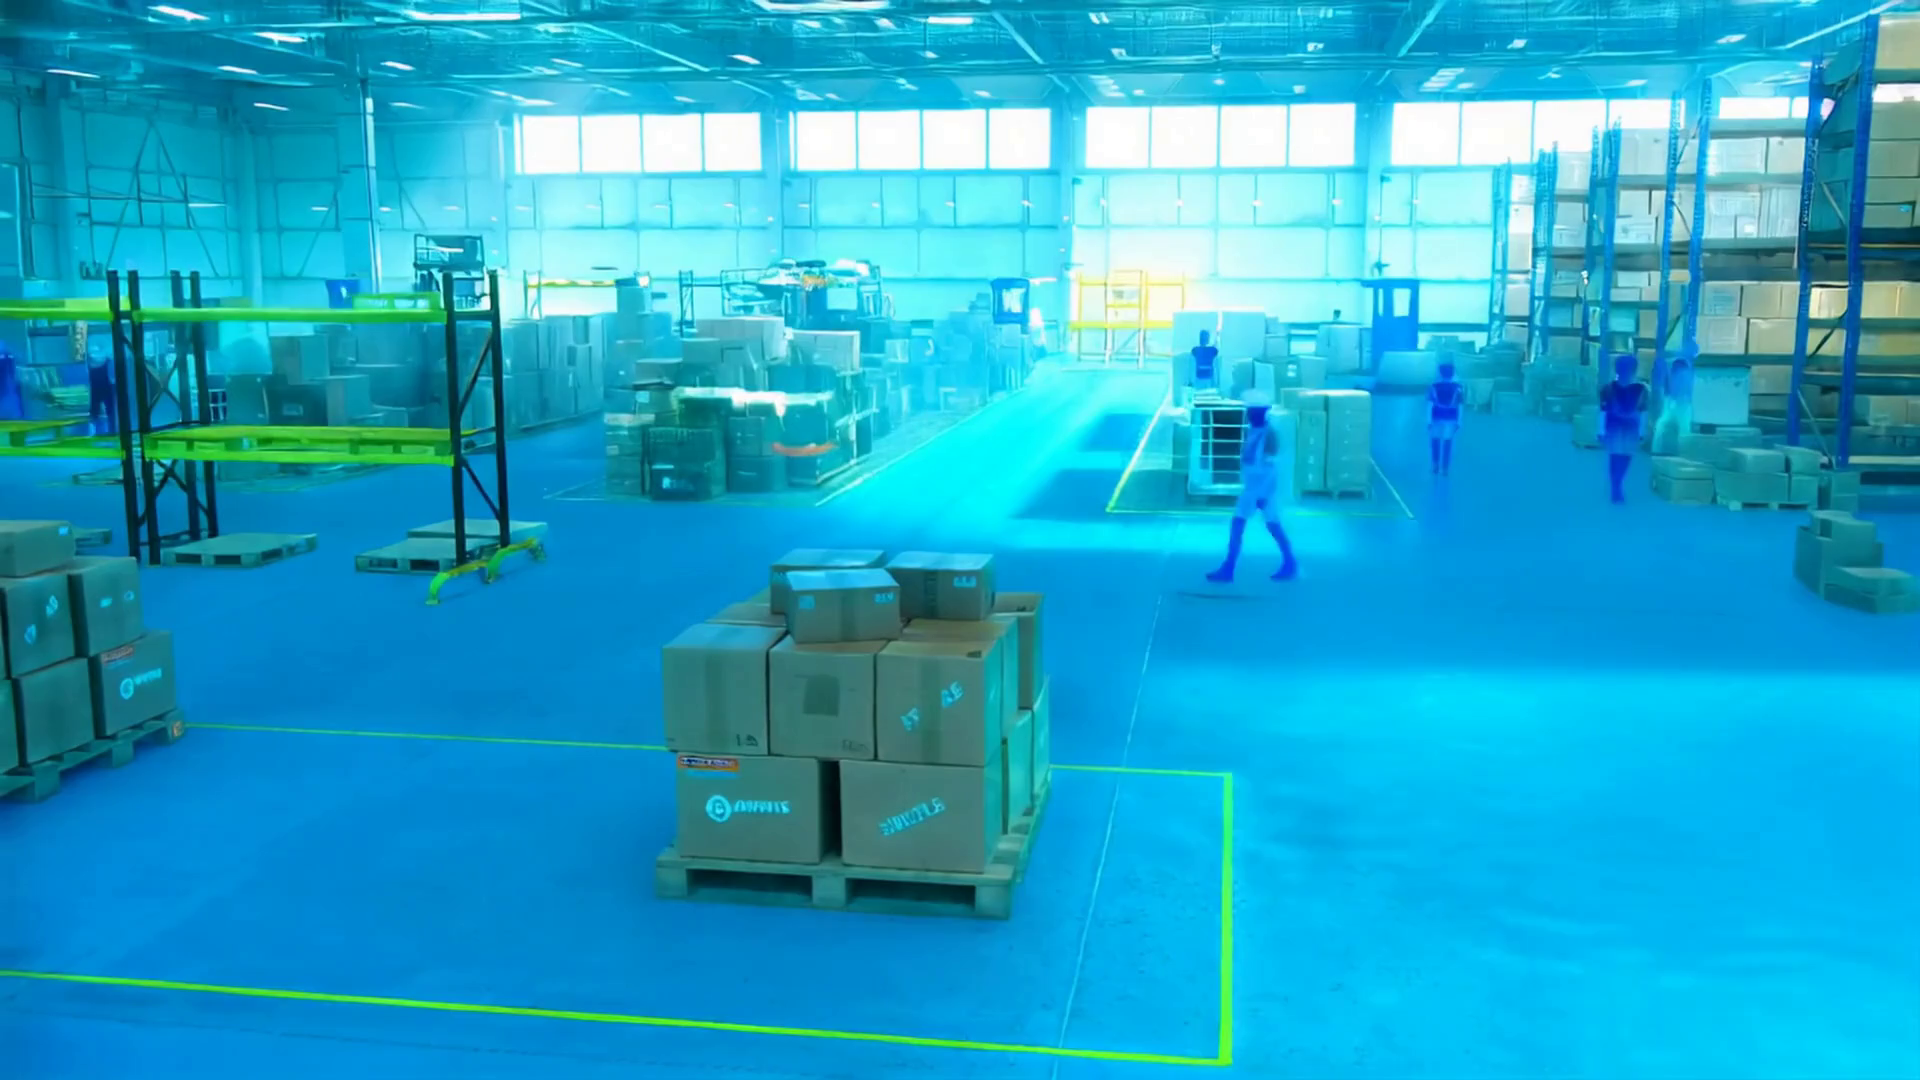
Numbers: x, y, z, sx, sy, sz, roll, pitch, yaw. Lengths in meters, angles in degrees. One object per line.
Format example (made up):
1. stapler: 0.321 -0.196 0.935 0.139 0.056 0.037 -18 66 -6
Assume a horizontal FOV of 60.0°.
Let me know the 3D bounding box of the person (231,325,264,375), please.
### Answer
1. person: -14.546 -3.425 33.979 0.633 1.925 0.703 -1 9 -8

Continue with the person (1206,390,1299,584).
1. person: 2.899 -0.506 16.106 0.986 1.889 0.562 -3 10 -20

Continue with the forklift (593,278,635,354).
1. forklift: -9.092 -5.749 45.369 1.873 2.768 1.129 0 9 2

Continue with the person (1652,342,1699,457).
1. person: 11.583 -2.241 26.806 0.704 1.900 0.643 2 10 14

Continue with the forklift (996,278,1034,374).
1. forklift: 1.512 -6.114 47.625 1.129 2.768 1.873 1 9 9

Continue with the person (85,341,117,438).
1. person: -14.816 -2.510 28.650 0.562 1.818 0.729 -1 9 -7

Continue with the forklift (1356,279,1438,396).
1. forklift: 10.670 -4.936 40.359 1.129 2.768 1.873 -3 10 -21

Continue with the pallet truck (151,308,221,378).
1. pallet truck: -21.869 -5.598 47.154 0.823 1.965 1.885 4 10 26

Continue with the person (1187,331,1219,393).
1. person: 4.725 -3.129 32.324 0.603 1.878 0.976 -3 10 -19

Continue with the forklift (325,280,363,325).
1. forklift: -13.220 -4.202 35.829 1.873 2.768 1.129 1 9 9

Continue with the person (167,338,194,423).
1. person: -15.357 -3.134 32.855 0.493 1.718 0.811 -1 9 -4

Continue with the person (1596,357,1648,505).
1. person: 8.681 -1.449 21.819 0.614 1.926 0.943 1 9 5

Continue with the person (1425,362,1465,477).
1. person: 7.164 -1.782 24.567 0.559 1.680 0.460 3 10 17

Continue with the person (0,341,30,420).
1. person: -15.997 -2.411 27.876 0.650 1.887 1.041 6 11 32

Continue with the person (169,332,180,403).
1. person: -17.877 -3.947 38.073 0.514 1.641 0.307 6 11 31

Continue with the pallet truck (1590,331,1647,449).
1. pallet truck: 11.253 -2.573 28.499 0.823 1.965 1.885 5 10 27
